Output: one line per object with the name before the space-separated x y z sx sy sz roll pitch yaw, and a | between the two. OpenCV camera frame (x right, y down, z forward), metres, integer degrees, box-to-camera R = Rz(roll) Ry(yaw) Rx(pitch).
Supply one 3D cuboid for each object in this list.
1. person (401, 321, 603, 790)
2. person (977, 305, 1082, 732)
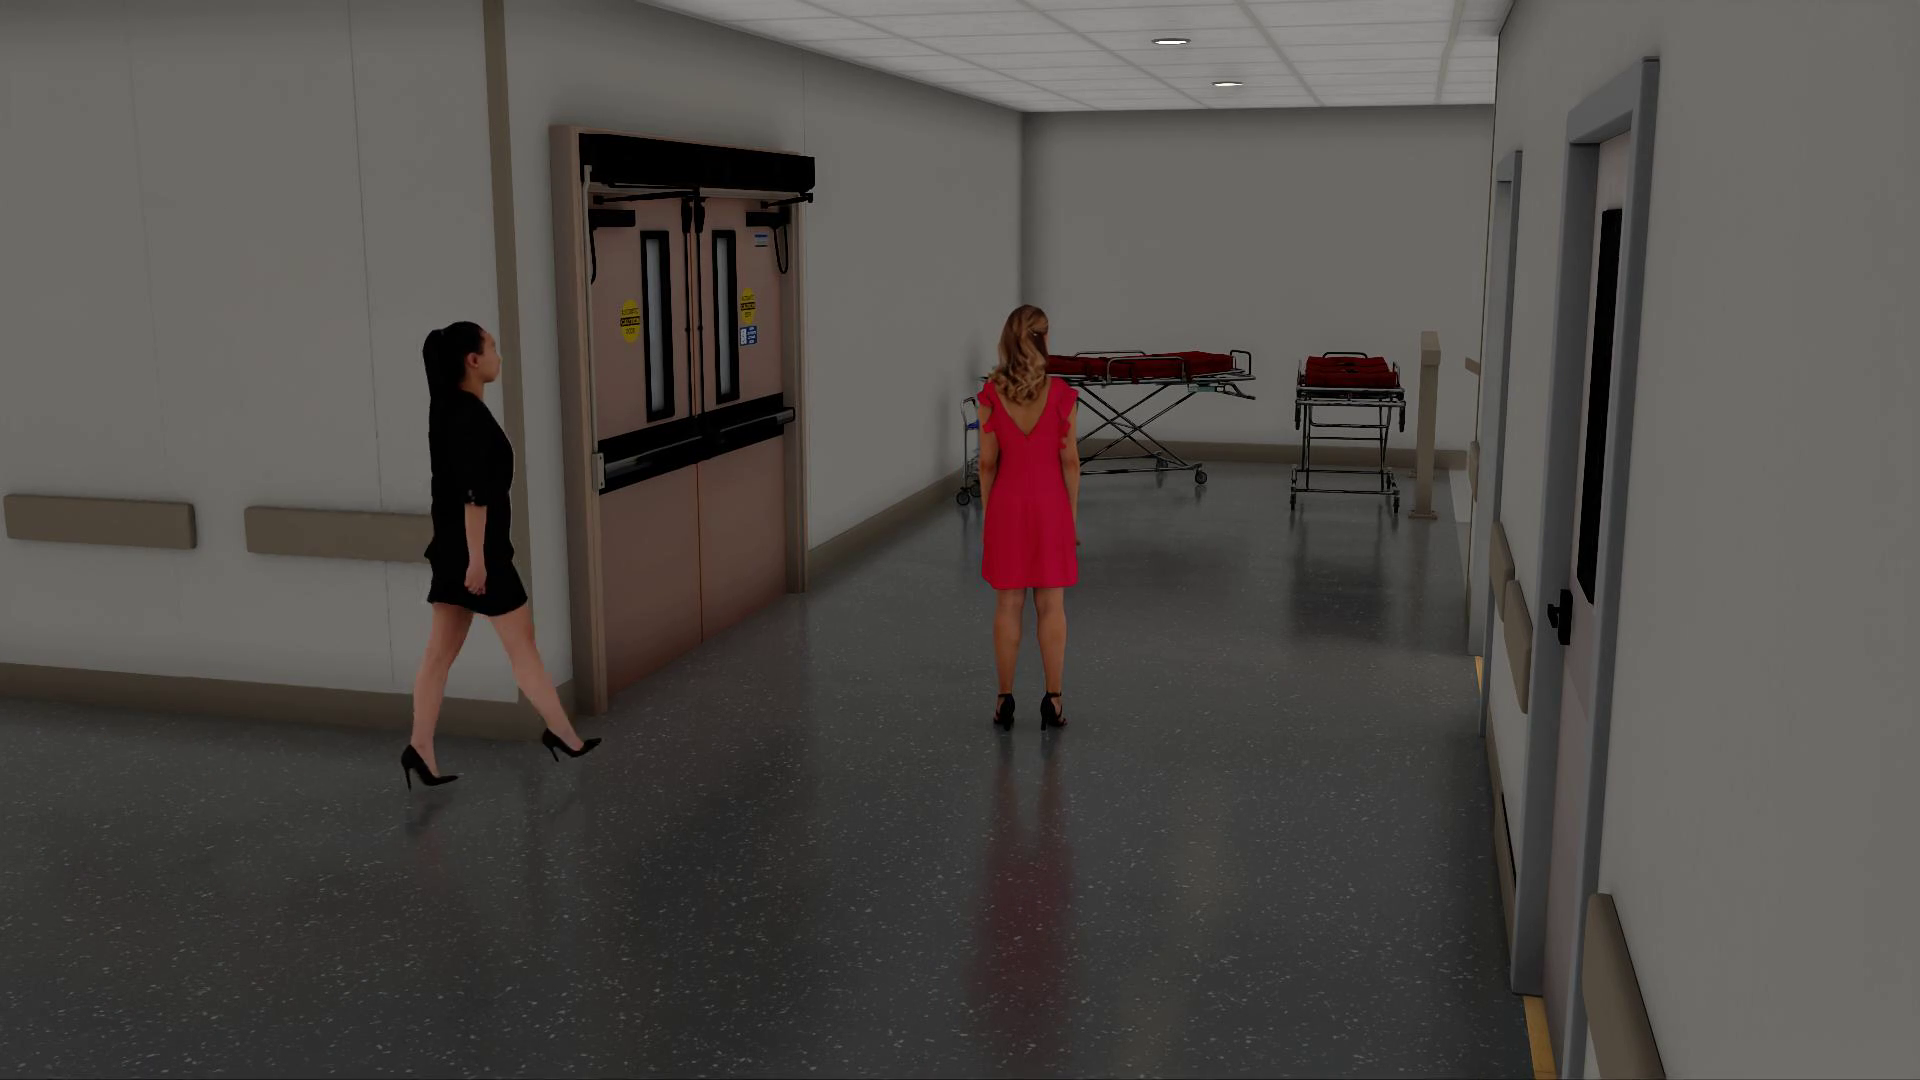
person | -1.834 0.090 5.932 1.040 1.665 0.969 -7 13 -32
person | 0.275 -0.089 6.711 0.584 1.726 0.554 2 11 10
